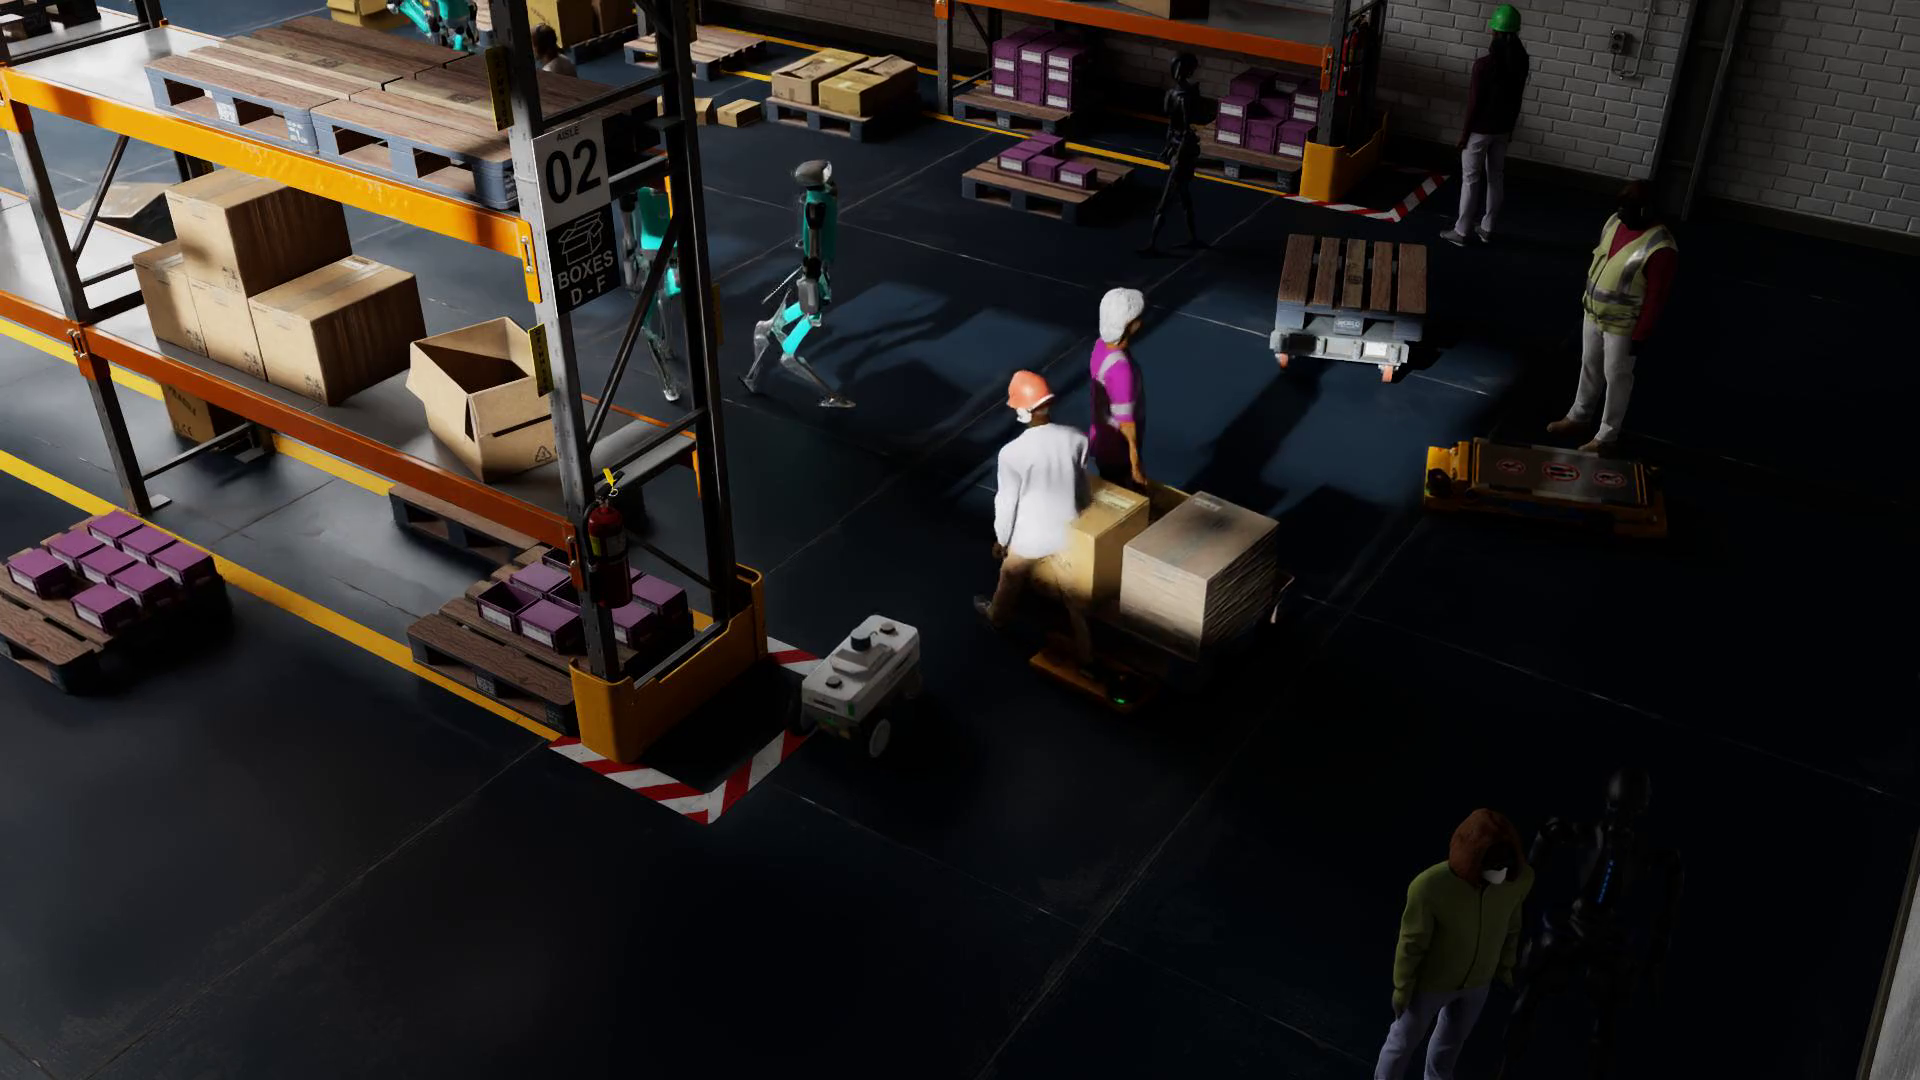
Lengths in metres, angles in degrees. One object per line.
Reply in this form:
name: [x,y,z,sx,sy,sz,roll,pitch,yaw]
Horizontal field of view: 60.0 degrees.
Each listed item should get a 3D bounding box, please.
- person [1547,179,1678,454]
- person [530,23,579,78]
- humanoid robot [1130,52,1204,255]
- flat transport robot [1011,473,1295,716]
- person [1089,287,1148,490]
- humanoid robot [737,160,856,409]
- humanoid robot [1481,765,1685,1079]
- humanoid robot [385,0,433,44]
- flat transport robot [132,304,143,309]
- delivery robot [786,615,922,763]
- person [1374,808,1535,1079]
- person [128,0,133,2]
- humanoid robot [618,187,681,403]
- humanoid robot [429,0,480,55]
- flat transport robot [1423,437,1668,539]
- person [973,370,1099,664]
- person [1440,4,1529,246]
person: [4.166,-1.411,10.600,0.429,1.841,0.635,-9,34,-14]
person: [-3.124,-3.113,13.143,0.381,1.928,0.642,0,33,0]
humanoid robot: [1.712,-3.099,13.356,0.647,1.637,0.601,-1,33,-2]
flat transport robot: [1.076,0.445,9.188,0.659,0.231,1.431,25,40,33]
person: [0.886,-0.545,9.284,0.691,1.839,0.556,0,33,0]
humanoid robot: [-1.211,-1.666,11.142,0.935,1.805,0.548,3,33,4]
humanoid robot: [2.322,1.540,6.213,0.616,1.632,0.394,11,35,16]
humanoid robot: [-5.589,-5.577,17.161,0.772,1.846,0.541,16,36,22]
flat transport robot: [-6.113,-1.841,12.703,1.431,0.231,0.659,20,38,28]
delivery robot: [-0.513,0.738,8.494,0.499,0.614,0.803,17,37,24]
person: [1.813,1.623,6.125,0.498,1.633,0.281,-8,34,-12]
person: [-9.871,-7.318,19.753,0.766,1.757,0.447,-13,35,-18]
humanoid robot: [-2.106,-1.904,11.480,0.541,1.776,0.969,-12,35,-18]
humanoid robot: [-4.907,-4.740,15.838,0.821,1.799,0.541,21,39,29]
flat transport robot: [3.650,-0.337,10.391,1.431,0.231,0.659,9,34,13]
person: [0.410,-0.086,8.724,0.573,1.658,0.981,-17,37,-24]
person: [4.284,-3.321,13.437,0.489,1.951,0.419,-9,34,-14]
